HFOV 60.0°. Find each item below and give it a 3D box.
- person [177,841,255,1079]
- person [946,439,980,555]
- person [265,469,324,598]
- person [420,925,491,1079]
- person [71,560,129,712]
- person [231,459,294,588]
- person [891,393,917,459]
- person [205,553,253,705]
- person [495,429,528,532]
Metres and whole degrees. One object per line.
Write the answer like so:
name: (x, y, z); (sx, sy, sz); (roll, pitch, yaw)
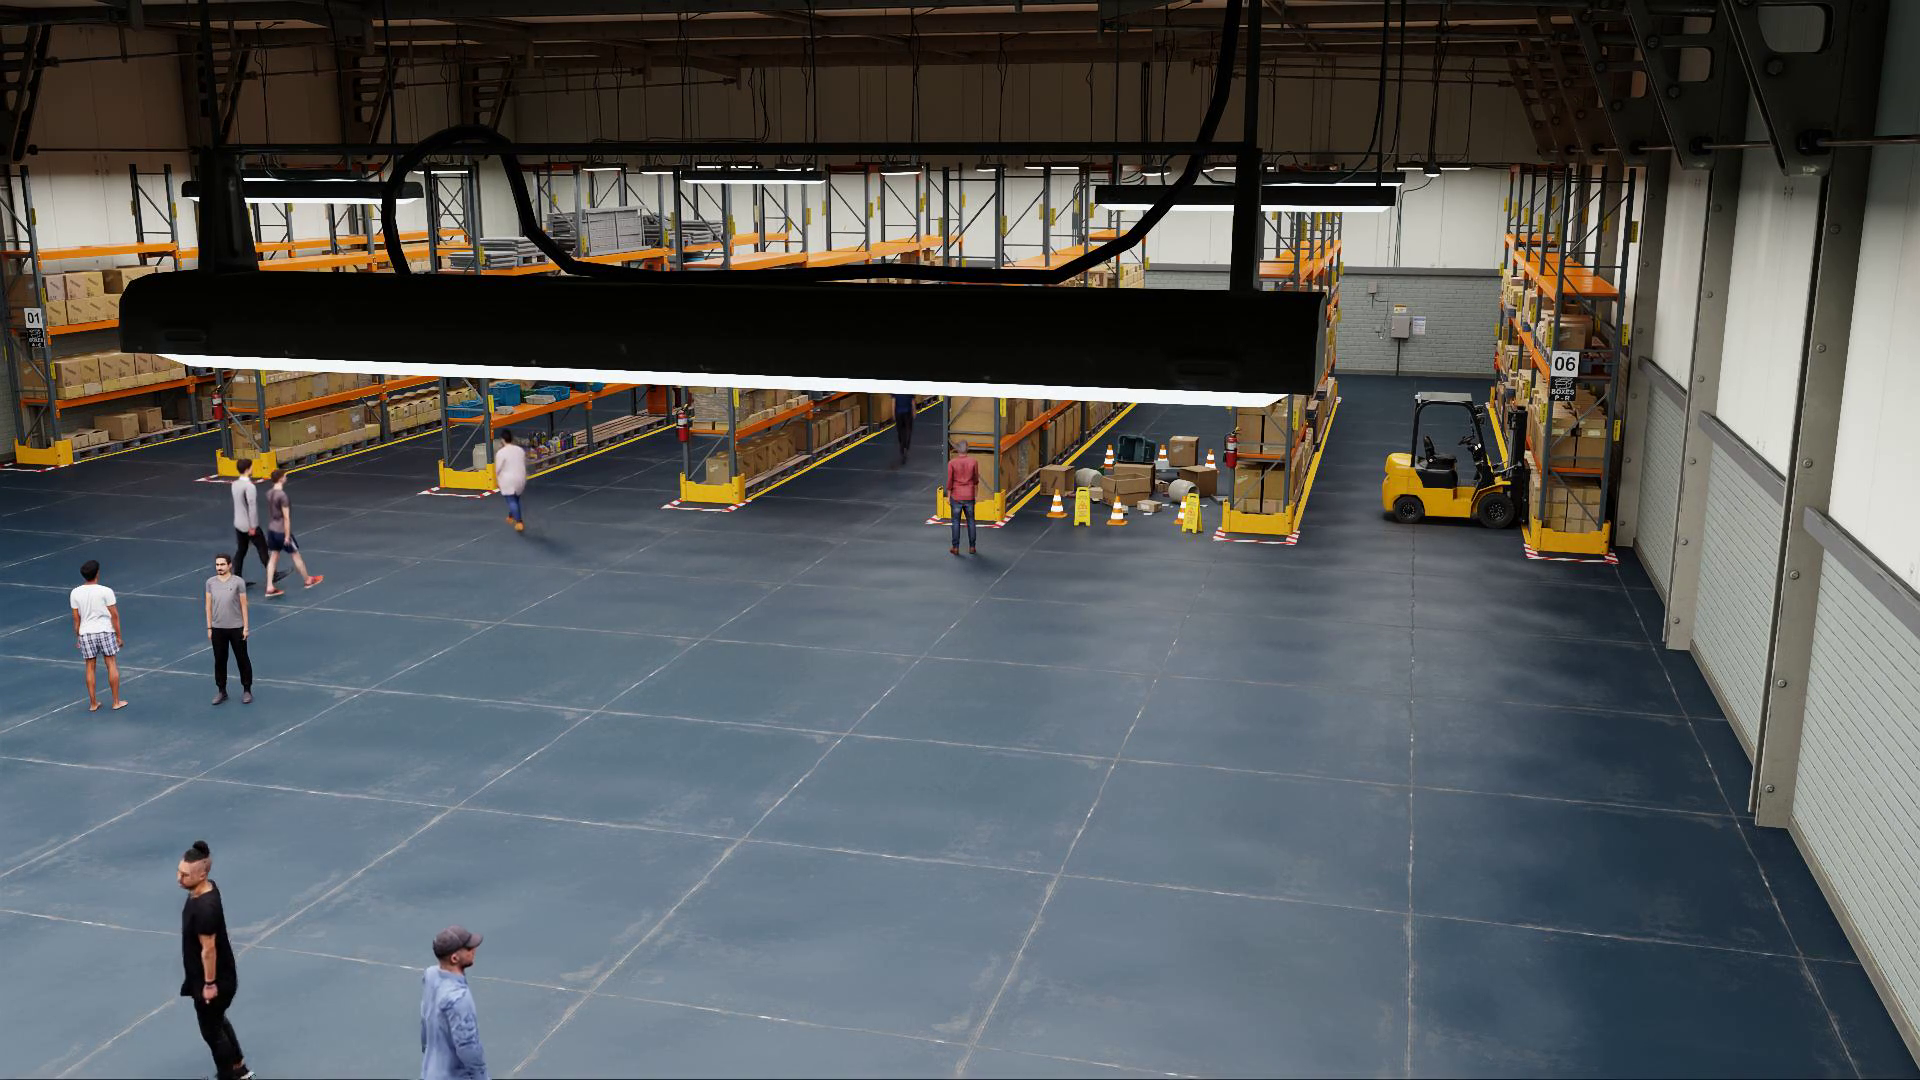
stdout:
person: (-4.973, 2.839, 11.053); (0.903, 1.862, 0.833); (-5, 14, -19)
person: (0.046, -0.699, 26.399); (0.759, 1.832, 0.728); (-3, 13, -12)
person: (-9.774, -0.071, 23.728); (0.925, 1.814, 1.208); (8, 16, 33)
person: (-3.040, 3.147, 9.707); (1.005, 1.870, 0.940); (-8, 15, -32)
person: (-9.814, 1.083, 18.921); (0.712, 1.734, 0.671); (-2, 13, -8)
person: (-10.424, -0.199, 24.118); (1.012, 1.887, 1.216); (10, 16, 36)
person: (-1.167, -2.600, 34.567); (0.777, 1.851, 1.099); (1, 13, 5)
person: (-8.454, 1.003, 19.219); (0.690, 1.755, 0.682); (-2, 13, -8)
person: (-7.479, -0.969, 27.865); (1.156, 1.696, 1.123); (-11, 17, -40)
